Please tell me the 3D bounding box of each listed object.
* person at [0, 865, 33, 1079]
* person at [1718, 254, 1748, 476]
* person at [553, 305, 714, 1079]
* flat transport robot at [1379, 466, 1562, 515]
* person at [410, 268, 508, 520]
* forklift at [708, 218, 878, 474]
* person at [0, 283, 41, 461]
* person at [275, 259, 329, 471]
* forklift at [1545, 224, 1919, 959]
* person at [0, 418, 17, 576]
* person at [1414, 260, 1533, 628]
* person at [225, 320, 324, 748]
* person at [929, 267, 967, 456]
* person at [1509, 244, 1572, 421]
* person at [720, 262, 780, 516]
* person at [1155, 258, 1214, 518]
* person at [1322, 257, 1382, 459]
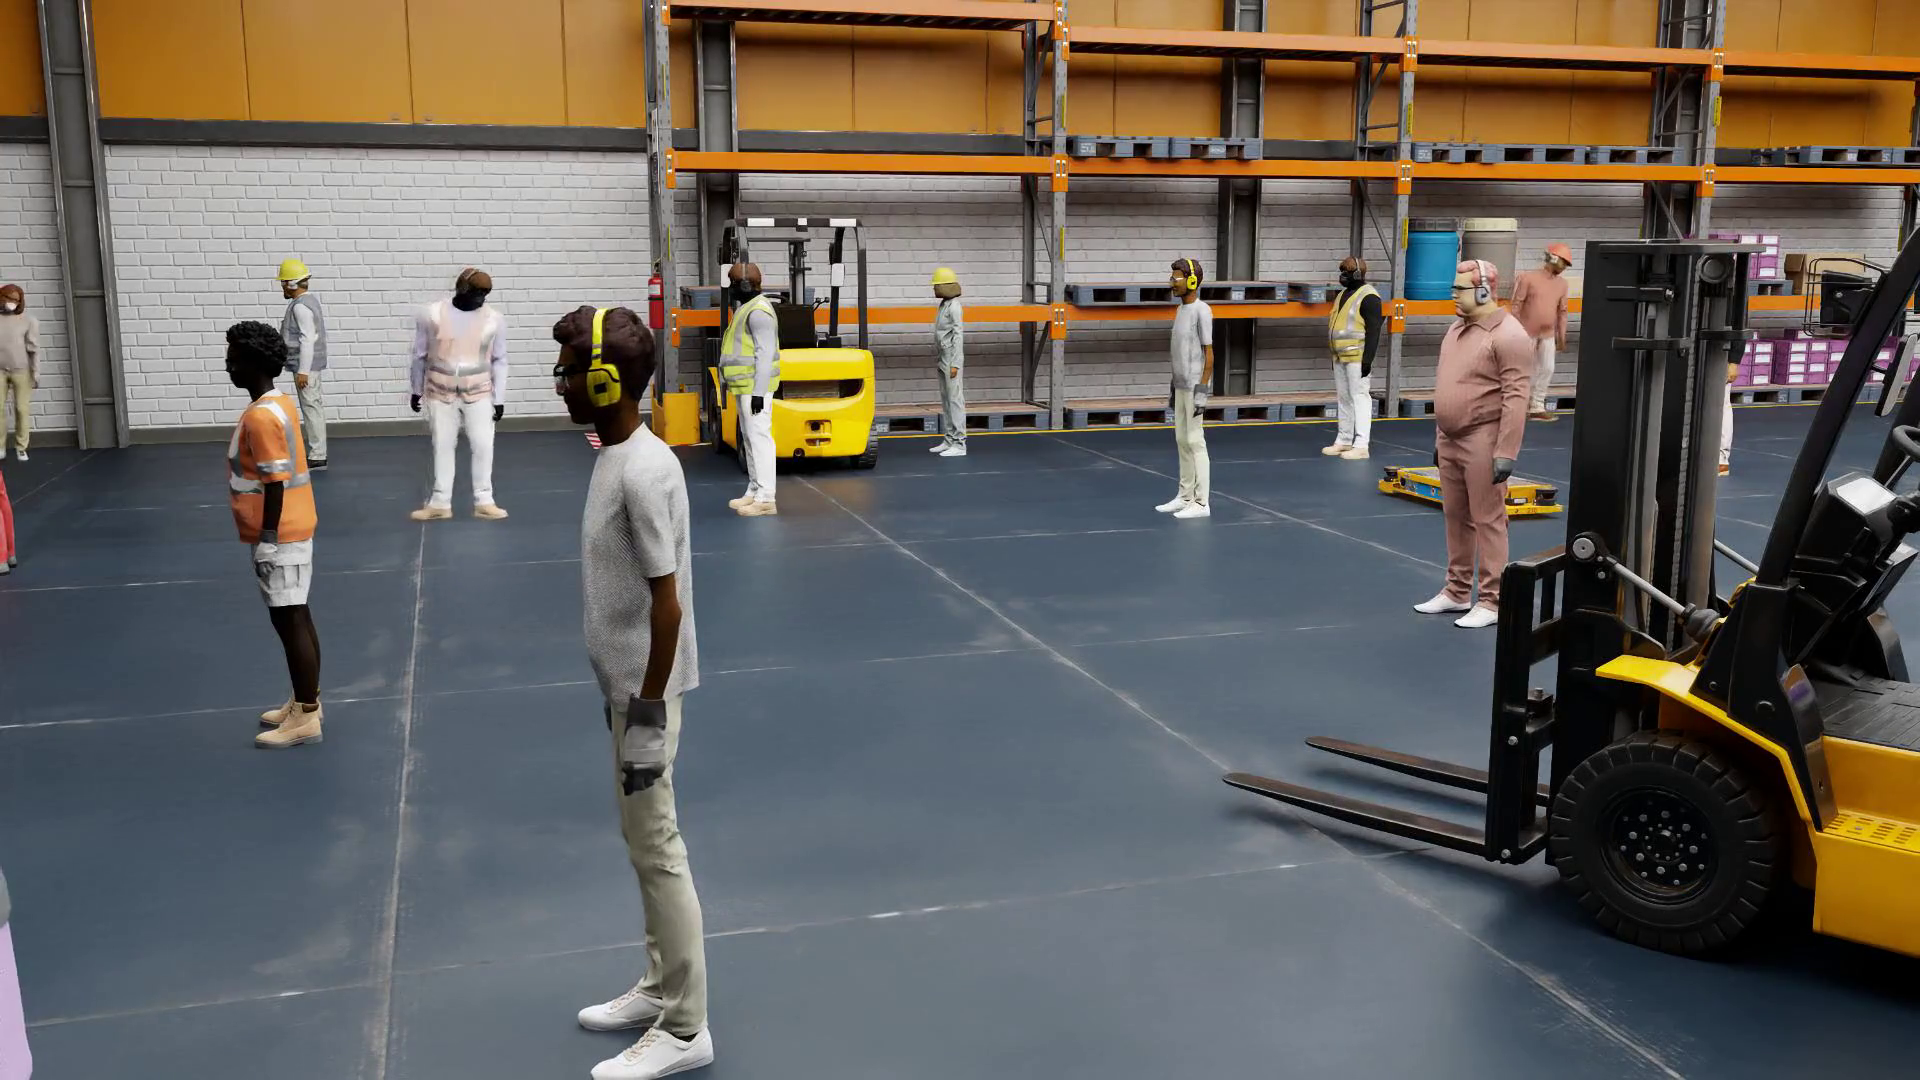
[{"bbox_3d":[-1.272,0.674,1.869,0.393,2.041,0.613,-3,11,-16],"label":"person"},{"bbox_3d":[6.373,-1.536,14.122,0.395,1.990,0.619,-3,11,-16],"label":"person"},{"bbox_3d":[-0.785,0.376,3.996,0.313,1.865,0.528,-3,11,-16],"label":"person"},{"bbox_3d":[3.824,-0.388,12.551,0.652,0.197,1.431,-3,11,-17],"label":"flat transport robot"},{"bbox_3d":[-3.601,-1.017,11.829,0.755,1.811,0.433,-2,11,-12],"label":"person"},{"bbox_3d":[-1.522,-1.778,14.899,1.214,2.155,2.313,-3,11,-17],"label":"forklift"},{"bbox_3d":[-8.536,-1.501,14.984,0.540,1.610,0.346,-2,10,-9],"label":"person"},{"bbox_3d":[-5.703,-1.513,14.445,0.403,1.828,0.598,-3,11,-16],"label":"person"},{"bbox_3d":[2.909,0.117,4.508,2.313,2.155,1.214,9,14,40],"label":"forklift"},{"bbox_3d":[-5.903,-0.652,9.907,0.327,1.765,0.531,-3,11,-16],"label":"person"},{"bbox_3d":[2.661,-0.497,8.675,0.401,1.904,0.649,-3,11,-16],"label":"person"},{"bbox_3d":[-2.735,-0.023,6.638,0.318,1.695,0.539,-3,11,-16],"label":"person"},{"bbox_3d":[-0.121,-1.648,15.428,0.323,1.741,0.491,-3,11,-16],"label":"person"},{"bbox_3d":[6.247,-2.236,18.129,0.769,1.950,0.391,-2,11,-12],"label":"person"},{"bbox_3d":[-1.532,-1.100,12.154,0.428,1.840,0.631,-3,11,-16],"label":"person"},{"bbox_3d":[1.650,-1.086,12.024,0.313,1.860,0.528,-3,11,-16],"label":"person"},{"bbox_3d":[3.583,-1.663,15.238,0.428,1.842,0.631,-3,11,-16],"label":"person"}]
